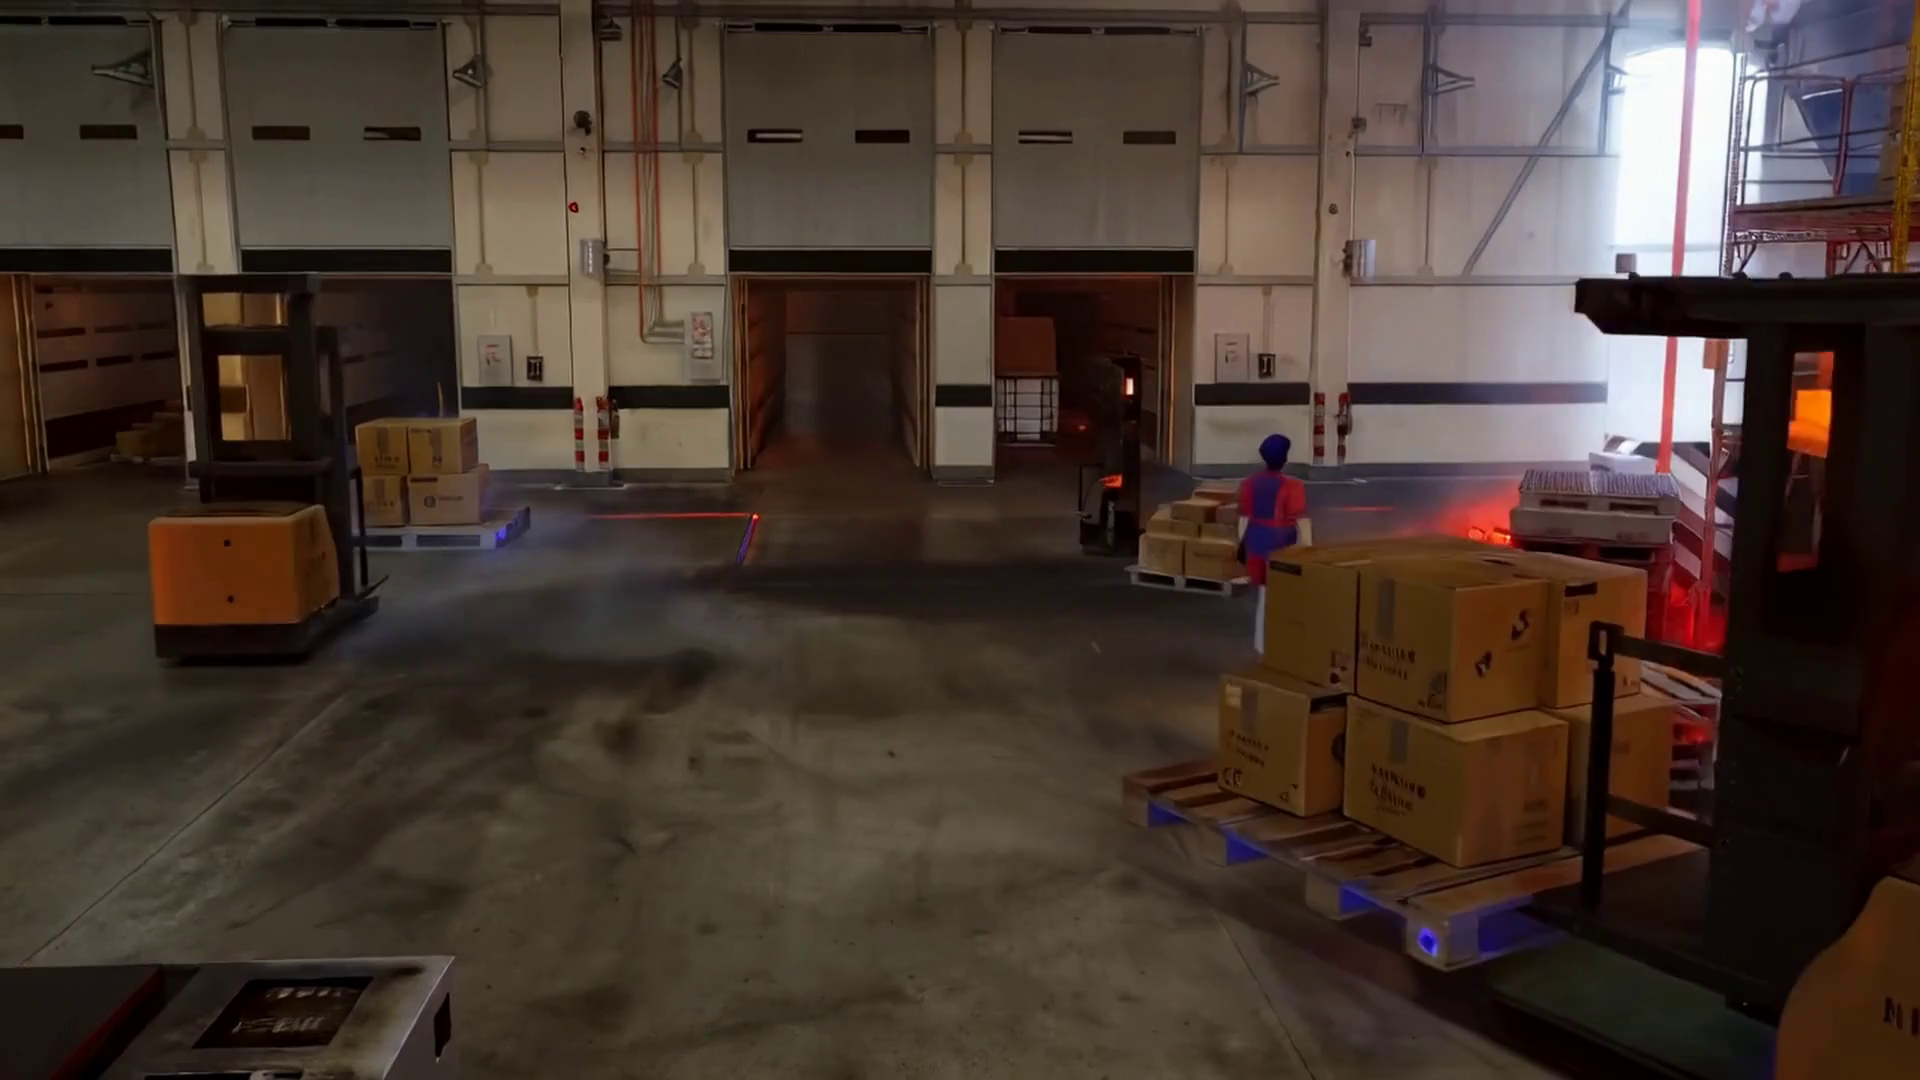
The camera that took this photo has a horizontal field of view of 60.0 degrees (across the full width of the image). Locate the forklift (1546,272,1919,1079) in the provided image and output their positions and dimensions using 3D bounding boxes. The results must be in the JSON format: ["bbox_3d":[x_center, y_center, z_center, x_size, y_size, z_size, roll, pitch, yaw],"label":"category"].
[{"bbox_3d":[3.011,0.580,5.102,1.129,2.768,1.873,-5,10,-30],"label":"forklift"}]

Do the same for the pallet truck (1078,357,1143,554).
[{"bbox_3d":[2.088,-0.836,16.757,1.885,1.965,0.823,2,9,13],"label":"pallet truck"}]

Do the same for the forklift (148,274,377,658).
[{"bbox_3d":[-5.344,-0.626,12.678,1.129,2.768,1.873,-1,9,-4],"label":"forklift"}]

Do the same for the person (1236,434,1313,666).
[{"bbox_3d":[2.330,0.066,12.138,0.777,1.669,0.552,-9,13,-44],"label":"person"}]
